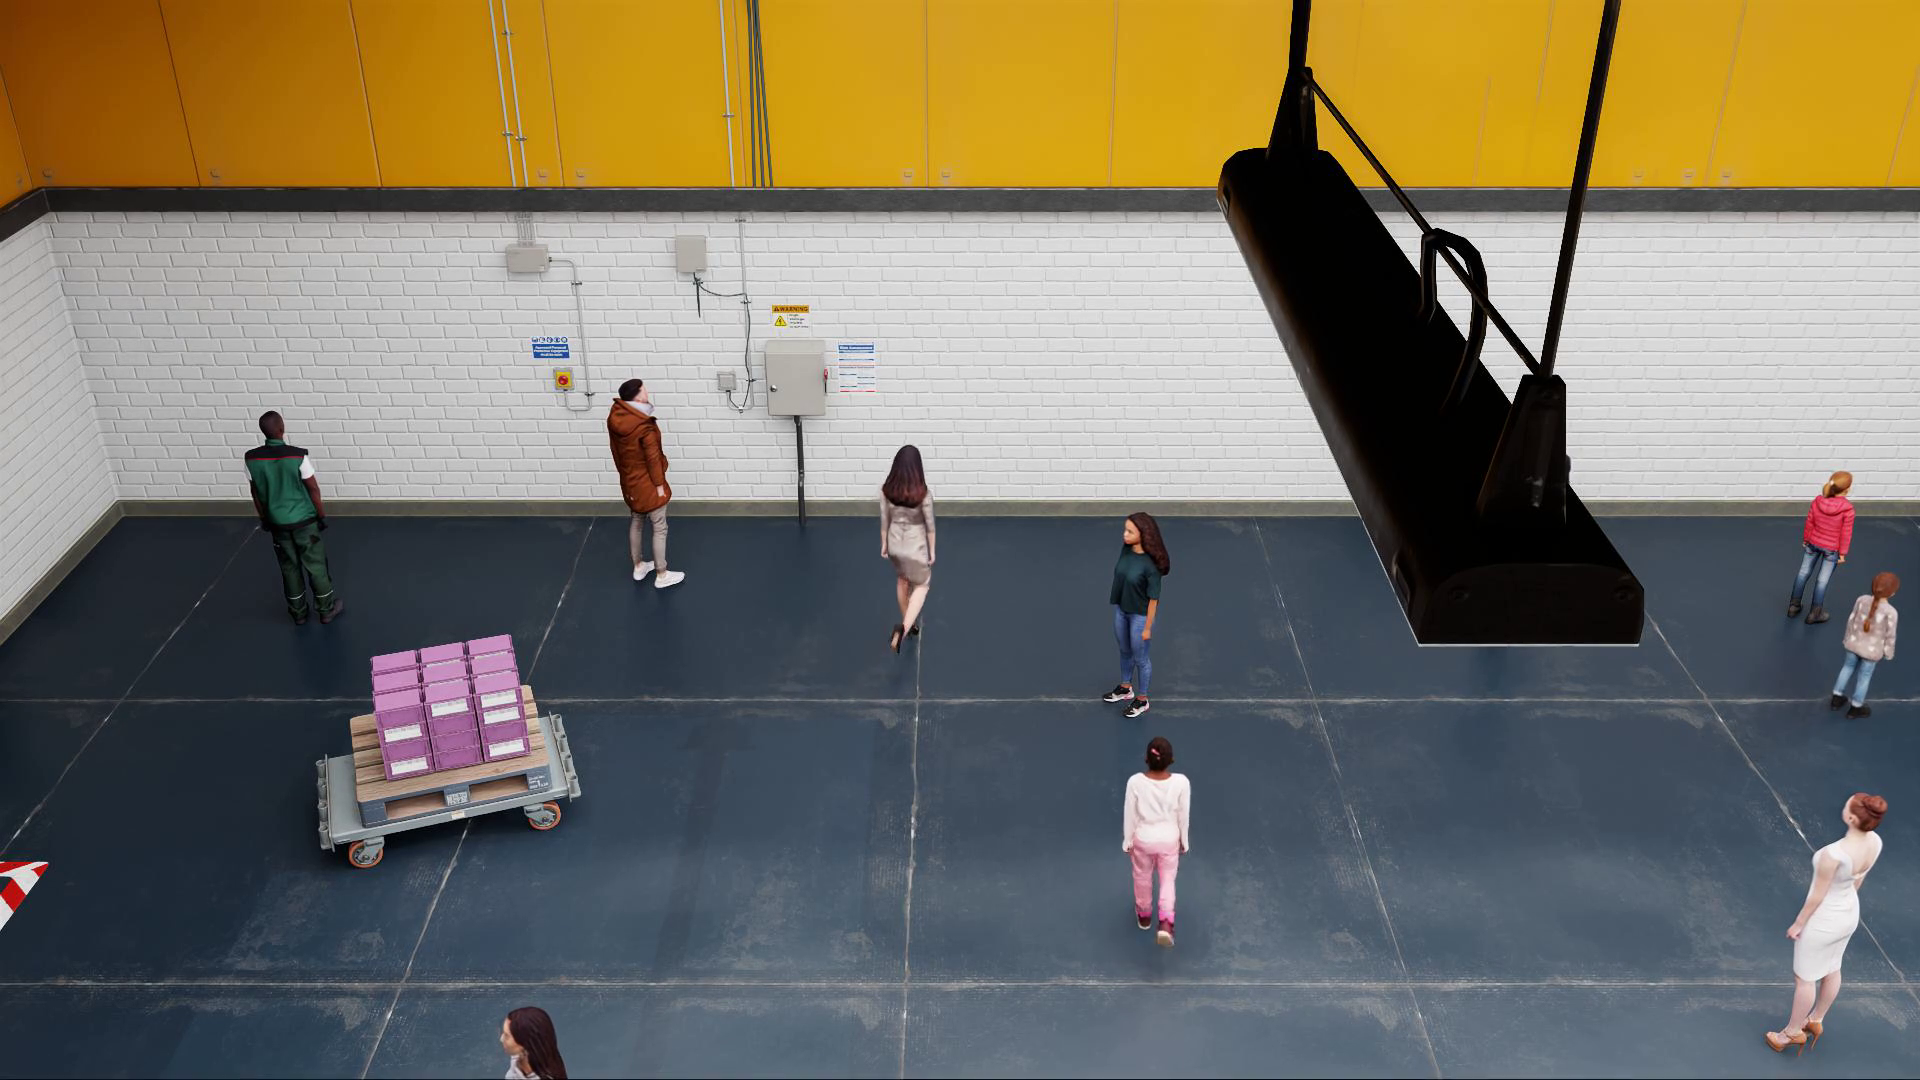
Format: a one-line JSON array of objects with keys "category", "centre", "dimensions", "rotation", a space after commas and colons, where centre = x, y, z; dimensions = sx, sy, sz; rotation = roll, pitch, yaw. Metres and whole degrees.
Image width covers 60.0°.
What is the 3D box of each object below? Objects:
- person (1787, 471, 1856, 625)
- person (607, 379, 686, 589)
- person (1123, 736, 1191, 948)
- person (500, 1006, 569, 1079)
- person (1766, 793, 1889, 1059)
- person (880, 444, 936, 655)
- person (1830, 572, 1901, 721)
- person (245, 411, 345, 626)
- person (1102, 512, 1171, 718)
[{"category": "person", "centre": [6.889, 0.050, 13.272], "dimensions": [0.658, 1.317, 0.584], "rotation": [-20, 34, -32]}, {"category": "person", "centre": [-2.608, -0.472, 13.683], "dimensions": [0.854, 1.839, 0.902], "rotation": [21, 35, 33]}, {"category": "person", "centre": [1.176, 1.808, 9.926], "dimensions": [0.552, 1.435, 0.792], "rotation": [1, 29, 1]}, {"category": "person", "centre": [-1.938, 2.821, 7.861], "dimensions": [0.729, 1.633, 0.583], "rotation": [-11, 31, -20]}, {"category": "person", "centre": [4.727, 2.086, 9.043], "dimensions": [0.629, 1.792, 0.611], "rotation": [-13, 31, -22]}, {"category": "person", "centre": [-0.416, 0.116, 12.718], "dimensions": [0.784, 1.731, 1.015], "rotation": [9, 30, 16]}, {"category": "person", "centre": [6.590, 0.761, 12.096], "dimensions": [0.630, 1.194, 0.541], "rotation": [-17, 33, -28]}, {"category": "person", "centre": [-5.270, -0.170, 13.129], "dimensions": [0.689, 1.840, 0.610], "rotation": [-2, 29, -3]}, {"category": "person", "centre": [1.281, 0.524, 12.089], "dimensions": [0.767, 1.617, 0.684], "rotation": [-16, 33, -27]}]
